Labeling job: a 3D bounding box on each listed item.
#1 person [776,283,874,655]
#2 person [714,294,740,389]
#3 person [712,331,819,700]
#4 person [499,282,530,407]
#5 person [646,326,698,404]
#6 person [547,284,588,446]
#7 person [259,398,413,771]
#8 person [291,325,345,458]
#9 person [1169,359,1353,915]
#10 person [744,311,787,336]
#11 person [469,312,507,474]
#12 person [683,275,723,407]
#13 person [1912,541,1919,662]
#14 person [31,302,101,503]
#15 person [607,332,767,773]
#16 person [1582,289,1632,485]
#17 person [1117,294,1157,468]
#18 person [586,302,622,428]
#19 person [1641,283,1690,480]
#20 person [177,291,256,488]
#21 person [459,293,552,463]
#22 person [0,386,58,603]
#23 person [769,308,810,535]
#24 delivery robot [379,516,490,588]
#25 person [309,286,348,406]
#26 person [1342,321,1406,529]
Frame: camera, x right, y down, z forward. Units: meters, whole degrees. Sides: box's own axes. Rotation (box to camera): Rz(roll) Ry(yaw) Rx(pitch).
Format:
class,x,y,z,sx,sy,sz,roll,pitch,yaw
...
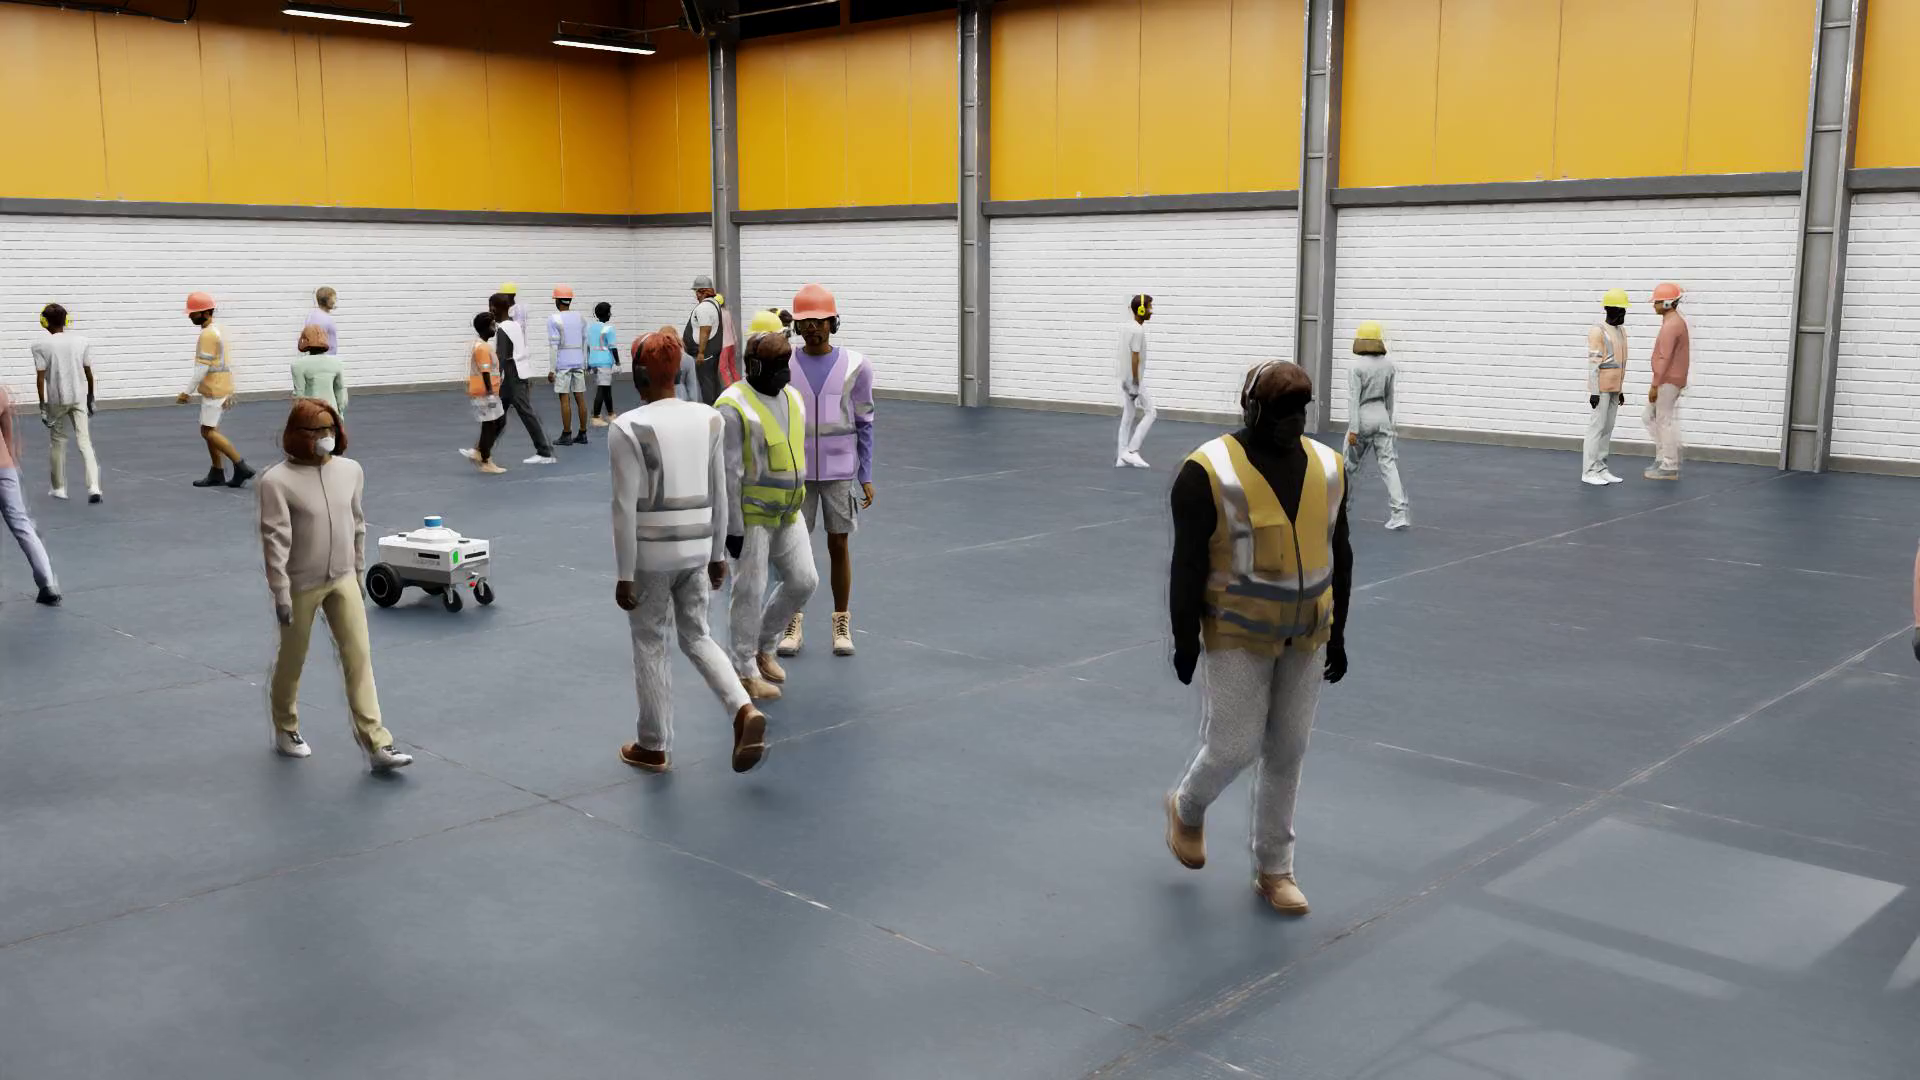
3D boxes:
class,x,y,z,sx,sy,sz,roll,pitch,yaw
person,-0.772,-0.371,9.081,0.612,2.041,0.394,0,9,-2
person,-3.771,-3.107,26.836,0.441,1.720,0.646,3,10,20
person,-0.969,-0.114,8.194,0.443,1.821,0.649,6,11,33
person,-6.905,-2.950,25.301,0.778,1.901,0.613,-9,13,-44
person,-2.775,-1.270,16.035,0.484,1.574,0.933,-5,10,-26
person,-4.737,-2.103,20.017,0.372,1.939,0.544,8,12,40
person,-2.704,0.190,7.034,0.872,1.580,0.521,7,12,36
person,-5.637,-1.071,14.625,0.278,1.633,0.507,6,11,34
person,0.992,0.311,5.549,0.629,1.831,0.532,-3,10,-20
person,-1.390,-0.755,12.137,0.479,1.812,0.584,1,9,8
person,-4.858,-1.504,17.111,0.365,1.680,0.543,-2,9,-12
person,-3.516,-2.597,22.734,0.538,2.000,0.690,1,9,8
person,3.610,0.280,5.647,0.677,1.859,0.951,6,11,33
person,-8.113,-1.246,15.143,0.532,1.825,0.971,-8,12,-39
person,-1.153,0.078,6.874,0.732,1.866,0.587,9,13,43
person,6.392,-1.505,16.387,0.594,1.925,0.377,-9,13,-43
person,1.876,-1.683,17.734,0.459,1.853,0.536,-2,9,-11
person,-4.711,-2.356,22.359,0.556,1.669,0.728,8,12,41
person,7.075,-1.594,16.756,0.508,1.975,0.641,5,11,29
person,-7.179,-1.435,16.015,0.618,1.908,0.556,-4,10,-21
person,-4.939,-1.739,18.042,1.013,1.852,0.596,-1,9,-6
person,-6.087,-0.424,10.421,0.833,1.725,0.548,3,10,17
person,-1.571,-0.889,12.932,0.806,1.832,0.593,-4,10,-25
delivery robot,-3.313,0.095,10.489,0.707,0.478,0.477,5,10,28
person,-7.379,-1.996,19.404,0.426,1.923,0.642,-4,10,-22
person,3.383,-0.948,13.687,0.504,1.696,0.920,-4,10,-24
